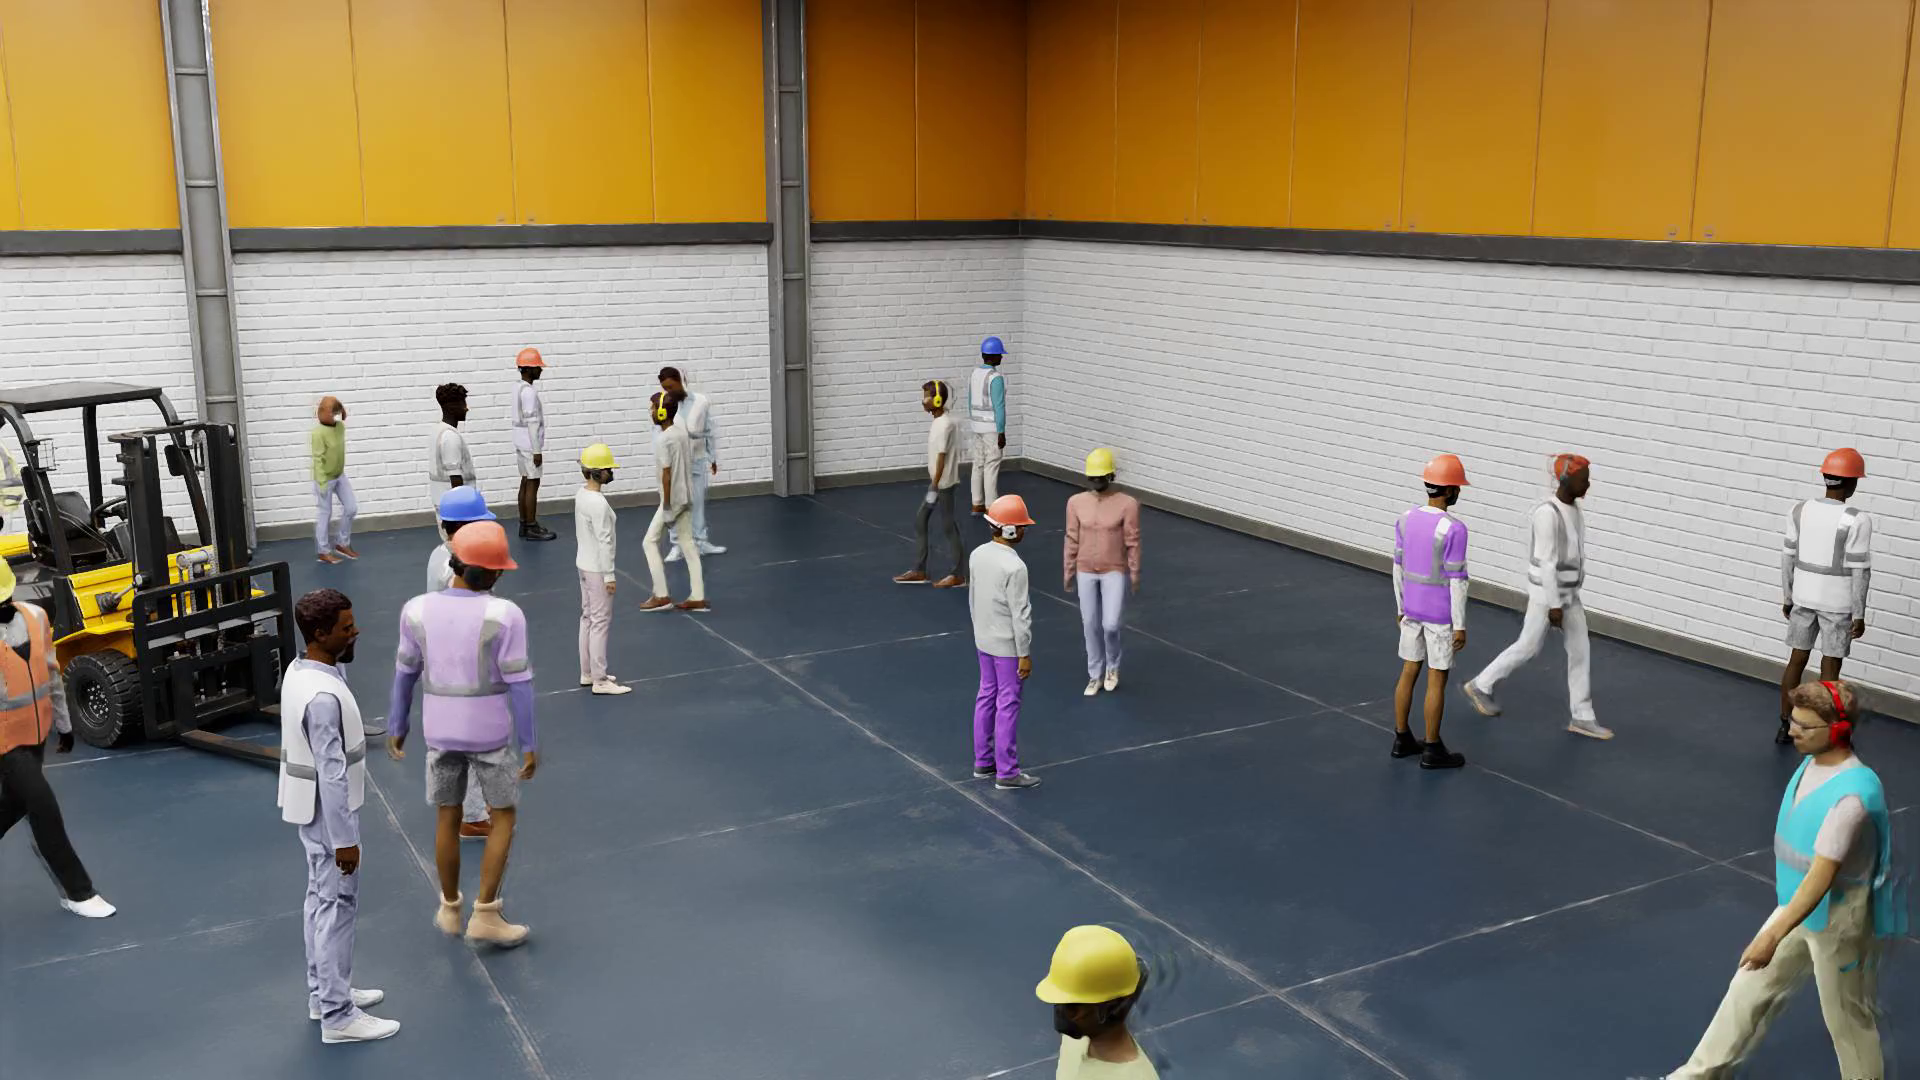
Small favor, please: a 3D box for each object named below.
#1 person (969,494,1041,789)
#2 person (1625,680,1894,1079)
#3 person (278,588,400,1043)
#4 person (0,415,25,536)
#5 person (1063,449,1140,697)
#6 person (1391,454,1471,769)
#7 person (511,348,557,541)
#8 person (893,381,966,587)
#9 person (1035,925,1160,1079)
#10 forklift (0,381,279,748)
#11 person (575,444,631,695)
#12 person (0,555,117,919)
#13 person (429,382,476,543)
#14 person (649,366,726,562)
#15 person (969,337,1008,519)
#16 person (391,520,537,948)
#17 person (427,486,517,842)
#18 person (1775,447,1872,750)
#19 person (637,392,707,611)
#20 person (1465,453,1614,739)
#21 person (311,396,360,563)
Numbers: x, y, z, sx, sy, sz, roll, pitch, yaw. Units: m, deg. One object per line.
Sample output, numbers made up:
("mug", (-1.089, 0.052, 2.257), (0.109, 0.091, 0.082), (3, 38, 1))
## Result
("person", (0.273, 0.593, 9.859), (0.336, 1.749, 0.575), (-7, 14, -28))
("person", (2.999, 1.384, 6.061), (0.982, 1.784, 0.560), (1, 12, 6))
("person", (-2.627, 1.137, 6.918), (0.375, 1.917, 0.599), (-7, 14, -28))
("person", (-7.909, -0.264, 13.667), (0.429, 1.842, 0.636), (-7, 14, -28))
("person", (0.968, 0.234, 11.536), (0.538, 1.750, 0.369), (5, 13, 21))
("person", (2.903, 0.432, 10.181), (0.364, 1.935, 0.553), (-7, 14, -28))
("person", (-4.293, -0.960, 16.705), (0.364, 1.935, 0.553), (-7, 14, -28))
("person", (-0.289, -0.470, 14.628), (0.776, 1.840, 0.544), (-2, 12, -9))
("person", (0.396, 1.795, 4.334), (0.977, 1.717, 0.528), (-2, 12, -11))
("forklift", (-5.853, 0.085, 11.199), (2.313, 2.155, 1.214), (7, 14, 28))
("person", (-2.520, 0.201, 11.666), (0.318, 1.767, 0.534), (-7, 14, -28))
("person", (-4.627, 0.932, 8.037), (0.937, 1.862, 0.623), (2, 12, 10))
("person", (-4.128, -0.312, 13.595), (0.361, 1.964, 0.616), (-7, 14, -28))
("person", (-2.568, -0.730, 15.800), (0.761, 1.875, 0.386), (-7, 14, -30))
("person", (0.318, -1.198, 17.795), (0.396, 1.946, 0.617), (-7, 14, -28))
("person", (-2.346, 0.914, 7.765), (0.773, 2.022, 0.502), (2, 12, 8))
("person", (-2.683, 0.665, 9.060), (0.396, 1.946, 0.617), (-7, 14, -28))
("person", (5.441, 0.378, 10.436), (0.370, 1.933, 0.553), (-7, 14, -28))
("person", (-2.439, -0.309, 13.857), (0.692, 1.848, 0.495), (4, 13, 20))
("person", (3.828, 0.337, 10.870), (0.570, 1.851, 0.939), (-11, 16, -42))
("person", (-5.911, -0.562, 15.624), (0.460, 1.601, 0.519), (3, 12, 15))
